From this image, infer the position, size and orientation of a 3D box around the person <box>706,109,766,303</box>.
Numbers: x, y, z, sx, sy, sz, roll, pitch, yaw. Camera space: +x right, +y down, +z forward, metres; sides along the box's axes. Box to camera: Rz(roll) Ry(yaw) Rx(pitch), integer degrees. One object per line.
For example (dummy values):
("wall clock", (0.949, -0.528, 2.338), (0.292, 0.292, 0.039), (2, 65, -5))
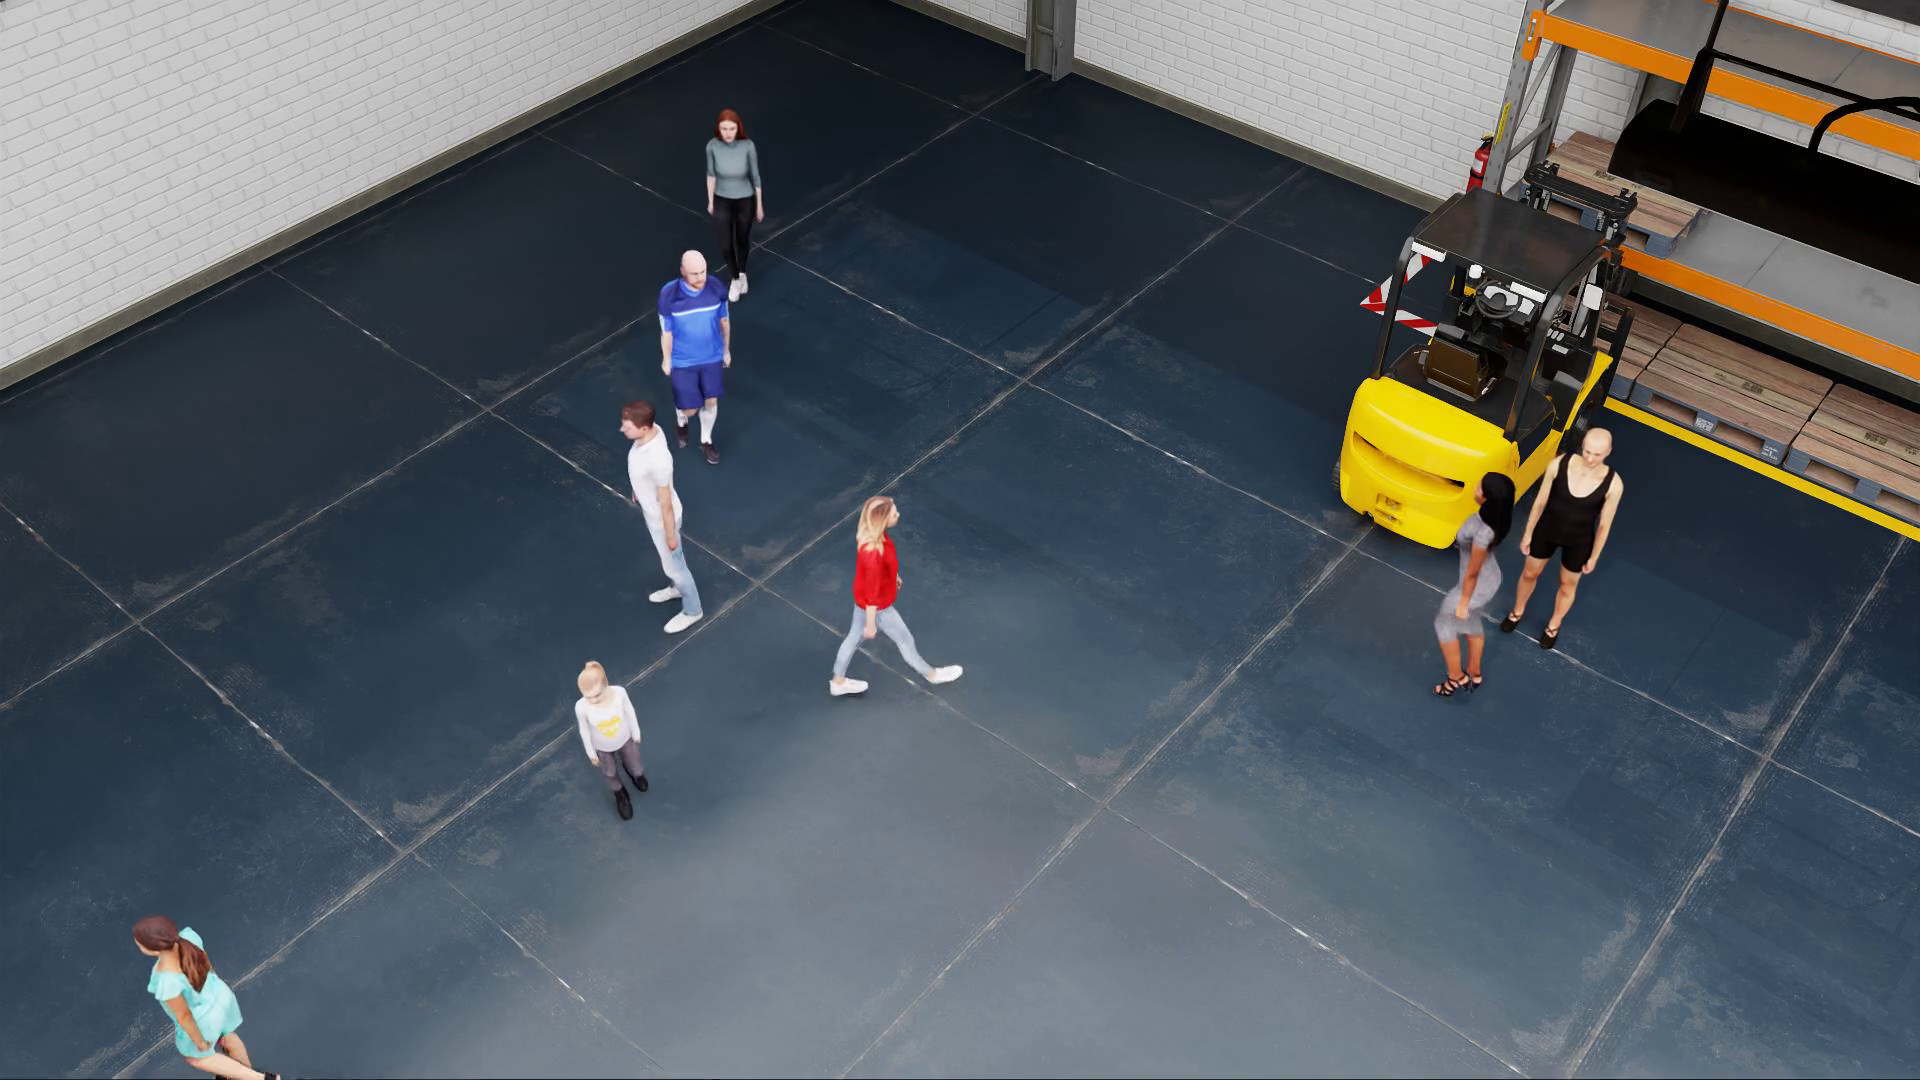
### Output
("person", (-1.846, -2.801, 13.667), (0.759, 1.726, 0.823), (-2, 44, -2))

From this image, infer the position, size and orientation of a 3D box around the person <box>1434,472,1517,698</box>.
("person", (3.234, 0.332, 10.350), (0.618, 1.766, 0.605), (26, 49, 25))

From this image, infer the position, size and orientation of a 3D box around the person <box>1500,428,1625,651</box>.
("person", (3.892, -0.032, 10.700), (0.511, 1.810, 0.727), (23, 48, 22))

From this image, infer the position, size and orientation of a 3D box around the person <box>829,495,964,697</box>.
("person", (-0.608, 0.398, 10.358), (1.143, 1.658, 1.112), (-5, 44, -6))

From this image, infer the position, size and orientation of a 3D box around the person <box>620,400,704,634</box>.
("person", (-1.935, -0.189, 10.837), (0.880, 1.848, 0.716), (-12, 45, -12))

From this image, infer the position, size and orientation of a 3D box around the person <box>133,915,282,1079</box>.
("person", (-3.743, 2.364, 8.373), (0.782, 1.550, 0.706), (5, 44, 5))

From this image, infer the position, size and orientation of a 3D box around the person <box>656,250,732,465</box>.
("person", (-1.941, -1.378, 12.105), (0.831, 1.820, 0.866), (-15, 46, -15))

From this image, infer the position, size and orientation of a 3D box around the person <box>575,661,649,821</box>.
("person", (-2.093, 1.141, 9.863), (0.598, 1.265, 0.657), (-20, 47, -20))
